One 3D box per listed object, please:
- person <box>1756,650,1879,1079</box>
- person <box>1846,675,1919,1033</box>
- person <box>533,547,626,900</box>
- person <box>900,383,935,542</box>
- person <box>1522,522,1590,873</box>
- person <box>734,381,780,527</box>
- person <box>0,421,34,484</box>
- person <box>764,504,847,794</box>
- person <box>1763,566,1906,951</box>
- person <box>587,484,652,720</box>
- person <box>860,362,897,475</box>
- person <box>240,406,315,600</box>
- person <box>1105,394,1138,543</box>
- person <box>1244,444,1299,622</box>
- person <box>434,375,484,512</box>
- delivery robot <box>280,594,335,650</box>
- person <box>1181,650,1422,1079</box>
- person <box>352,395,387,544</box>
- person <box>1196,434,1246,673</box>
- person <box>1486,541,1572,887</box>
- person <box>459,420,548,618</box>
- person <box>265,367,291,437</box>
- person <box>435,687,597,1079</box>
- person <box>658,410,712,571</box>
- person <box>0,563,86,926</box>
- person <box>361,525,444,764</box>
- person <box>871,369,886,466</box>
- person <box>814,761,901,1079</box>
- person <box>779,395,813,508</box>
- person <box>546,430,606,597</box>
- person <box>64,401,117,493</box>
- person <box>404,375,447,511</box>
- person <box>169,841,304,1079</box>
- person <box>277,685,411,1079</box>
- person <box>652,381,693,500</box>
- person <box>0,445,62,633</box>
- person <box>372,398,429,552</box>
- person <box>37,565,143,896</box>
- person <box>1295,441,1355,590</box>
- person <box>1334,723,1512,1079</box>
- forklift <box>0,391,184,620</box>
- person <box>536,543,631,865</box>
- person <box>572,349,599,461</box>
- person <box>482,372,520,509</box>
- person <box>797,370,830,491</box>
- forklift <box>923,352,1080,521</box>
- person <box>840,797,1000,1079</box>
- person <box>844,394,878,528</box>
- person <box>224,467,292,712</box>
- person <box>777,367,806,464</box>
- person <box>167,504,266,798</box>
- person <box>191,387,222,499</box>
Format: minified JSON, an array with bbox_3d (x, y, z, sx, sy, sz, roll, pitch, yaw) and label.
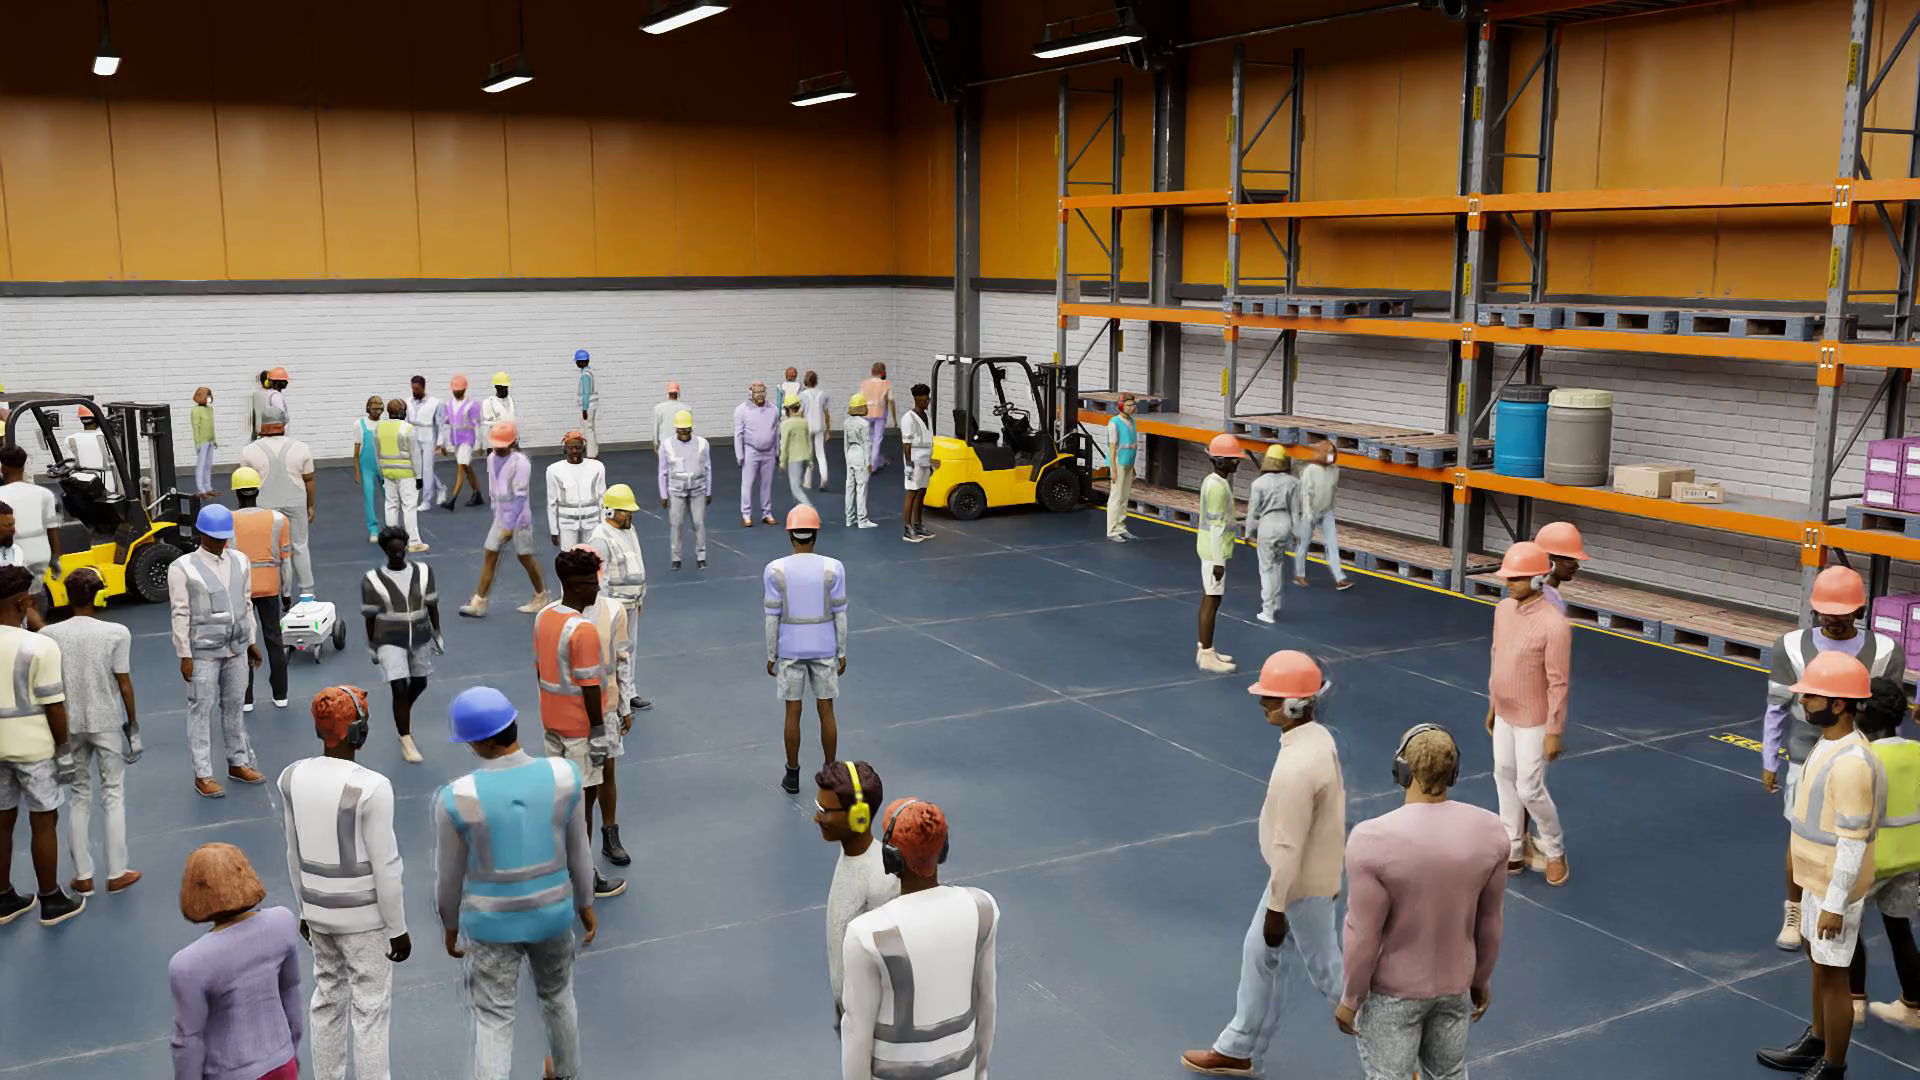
[{"bbox_3d":[3.630,1.416,7.003,0.373,1.939,0.545,4,10,20],"label":"person"},{"bbox_3d":[4.168,1.449,7.586,0.579,1.666,0.388,-4,11,-21],"label":"person"},{"bbox_3d":[-2.138,1.010,9.264,0.365,1.963,0.610,-8,13,-38],"label":"person"},{"bbox_3d":[-0.509,-0.970,20.658,0.362,1.963,0.613,5,11,27],"label":"person"},{"bbox_3d":[3.405,0.899,9.688,0.393,2.040,0.611,3,10,15],"label":"person"},{"bbox_3d":[-2.624,-1.127,21.739,0.652,1.906,0.402,-6,12,-32],"label":"person"},{"bbox_3d":[-10.346,-0.420,18.073,0.533,1.767,0.326,-1,10,-7],"label":"person"},{"bbox_3d":[-1.019,0.722,11.023,0.543,1.932,0.370,-1,10,-6],"label":"person"},{"bbox_3d":[4.416,1.124,8.450,0.617,2.027,0.409,5,11,27],"label":"person"},{"bbox_3d":[-2.620,0.470,12.805,0.403,1.819,0.600,2,10,13],"label":"person"},{"bbox_3d":[-1.321,-1.970,26.920,0.569,1.795,0.907,5,11,26],"label":"person"},{"bbox_3d":[-6.921,-0.355,16.908,0.684,2.000,0.535,-4,11,-24],"label":"person"},{"bbox_3d":[1.995,-0.896,20.585,0.373,1.843,0.571,6,12,32],"label":"person"},{"bbox_3d":[3.009,-0.084,16.241,0.509,1.717,0.573,-2,10,-13],"label":"person"},{"bbox_3d":[-6.961,-1.349,23.076,0.570,1.877,0.979,5,11,25],"label":"person"},{"bbox_3d":[-5.767,0.722,14.709,0.477,0.478,0.707,-1,10,-9],"label":"delivery robot"},{"bbox_3d":[1.489,1.421,6.976,1.013,1.951,0.620,3,10,15],"label":"person"},{"bbox_3d":[-7.199,-0.870,20.494,0.530,1.831,0.405,-6,11,-30],"label":"person"},{"bbox_3d":[2.225,0.106,14.245,0.397,2.043,0.609,1,10,7],"label":"person"},{"bbox_3d":[3.247,0.979,9.415,0.554,1.981,0.644,-2,10,-14],"label":"person"},{"bbox_3d":[-4.418,-0.195,16.209,0.625,1.965,0.920,7,12,35],"label":"person"},{"bbox_3d":[-9.752,-1.517,23.890,0.376,1.936,0.549,-6,12,-33],"label":"person"},{"bbox_3d":[-1.776,1.503,6.708,0.642,1.900,0.680,-5,11,-27],"label":"person"},{"bbox_3d":[-3.080,-0.553,18.687,0.596,1.822,0.403,-3,10,-18],"label":"person"},{"bbox_3d":[-4.989,1.091,8.822,0.609,1.957,0.376,1,10,7],"label":"person"},{"bbox_3d":[-4.000,0.703,11.874,0.533,1.672,0.734,-8,13,-39],"label":"person"},{"bbox_3d":[-1.367,-2.096,27.920,0.316,1.695,0.541,-3,10,-16],"label":"person"},{"bbox_3d":[-0.343,1.668,5.786,0.326,1.862,0.510,-3,10,-18],"label":"person"},{"bbox_3d":[-2.059,-1.016,21.619,0.676,1.727,0.565,6,12,31],"label":"person"},{"bbox_3d":[-3.691,-0.130,16.090,0.565,1.880,0.359,-3,10,-19],"label":"person"},{"bbox_3d":[-9.586,-0.569,18.445,0.548,1.934,0.374,-3,10,-19],"label":"person"},{"bbox_3d":[-7.425,-1.375,23.241,0.603,1.888,0.776,4,11,21],"label":"person"},{"bbox_3d":[-2.428,1.808,5.634,0.271,1.630,0.505,5,11,27],"label":"person"},{"bbox_3d":[-2.451,1.505,6.685,0.578,1.879,0.352,5,11,28],"label":"person"},{"bbox_3d":[-4.110,-1.409,23.834,0.582,1.739,0.490,-3,10,-14],"label":"person"},{"bbox_3d":[-7.997,0.154,14.291,0.883,1.936,0.603,5,11,28],"label":"person"},{"bbox_3d":[-6.673,-0.769,19.867,0.627,1.844,0.429,4,10,20],"label":"person"},{"bbox_3d":[-4.860,1.067,9.299,0.552,1.854,0.349,-1,10,-6],"label":"person"},{"bbox_3d":[3.836,-0.252,17.591,0.512,1.592,0.831,-4,11,-23],"label":"person"},{"bbox_3d":[1.637,1.597,5.961,0.635,1.939,0.361,-3,10,-16],"label":"person"},{"bbox_3d":[-9.026,-0.363,16.508,1.214,2.155,2.313,6,11,29],"label":"forklift"},{"bbox_3d":[-2.155,0.967,9.631,0.544,1.929,0.387,-6,11,-29],"label":"person"},{"bbox_3d":[-6.323,-2.255,28.158,0.417,1.938,0.617,-1,10,-5],"label":"person"},{"bbox_3d":[-6.336,-1.371,23.080,0.375,1.925,0.595,5,11,27],"label":"person"},{"bbox_3d":[-2.183,-1.634,24.938,0.512,1.820,0.807,-4,10,-20],"label":"person"},{"bbox_3d":[0.460,-1.461,22.833,2.313,2.155,1.214,-5,11,-28],"label":"forklift"},{"bbox_3d":[-0.125,1.741,5.328,0.568,1.878,0.351,-8,12,-37],"label":"person"},{"bbox_3d":[-1.310,-1.032,21.653,0.289,1.746,0.487,-9,14,-43],"label":"person"},{"bbox_3d":[-5.528,0.386,13.012,0.581,1.919,0.393,-7,12,-37],"label":"person"},{"bbox_3d":[-2.844,-2.107,28.146,0.515,1.640,0.315,-1,10,-7],"label":"person"},{"bbox_3d":[-4.915,0.717,11.031,0.403,1.937,0.604,5,11,29],"label":"person"},{"bbox_3d":[-10.978,-1.417,24.194,0.268,1.630,0.507,1,10,4],"label":"person"}]
